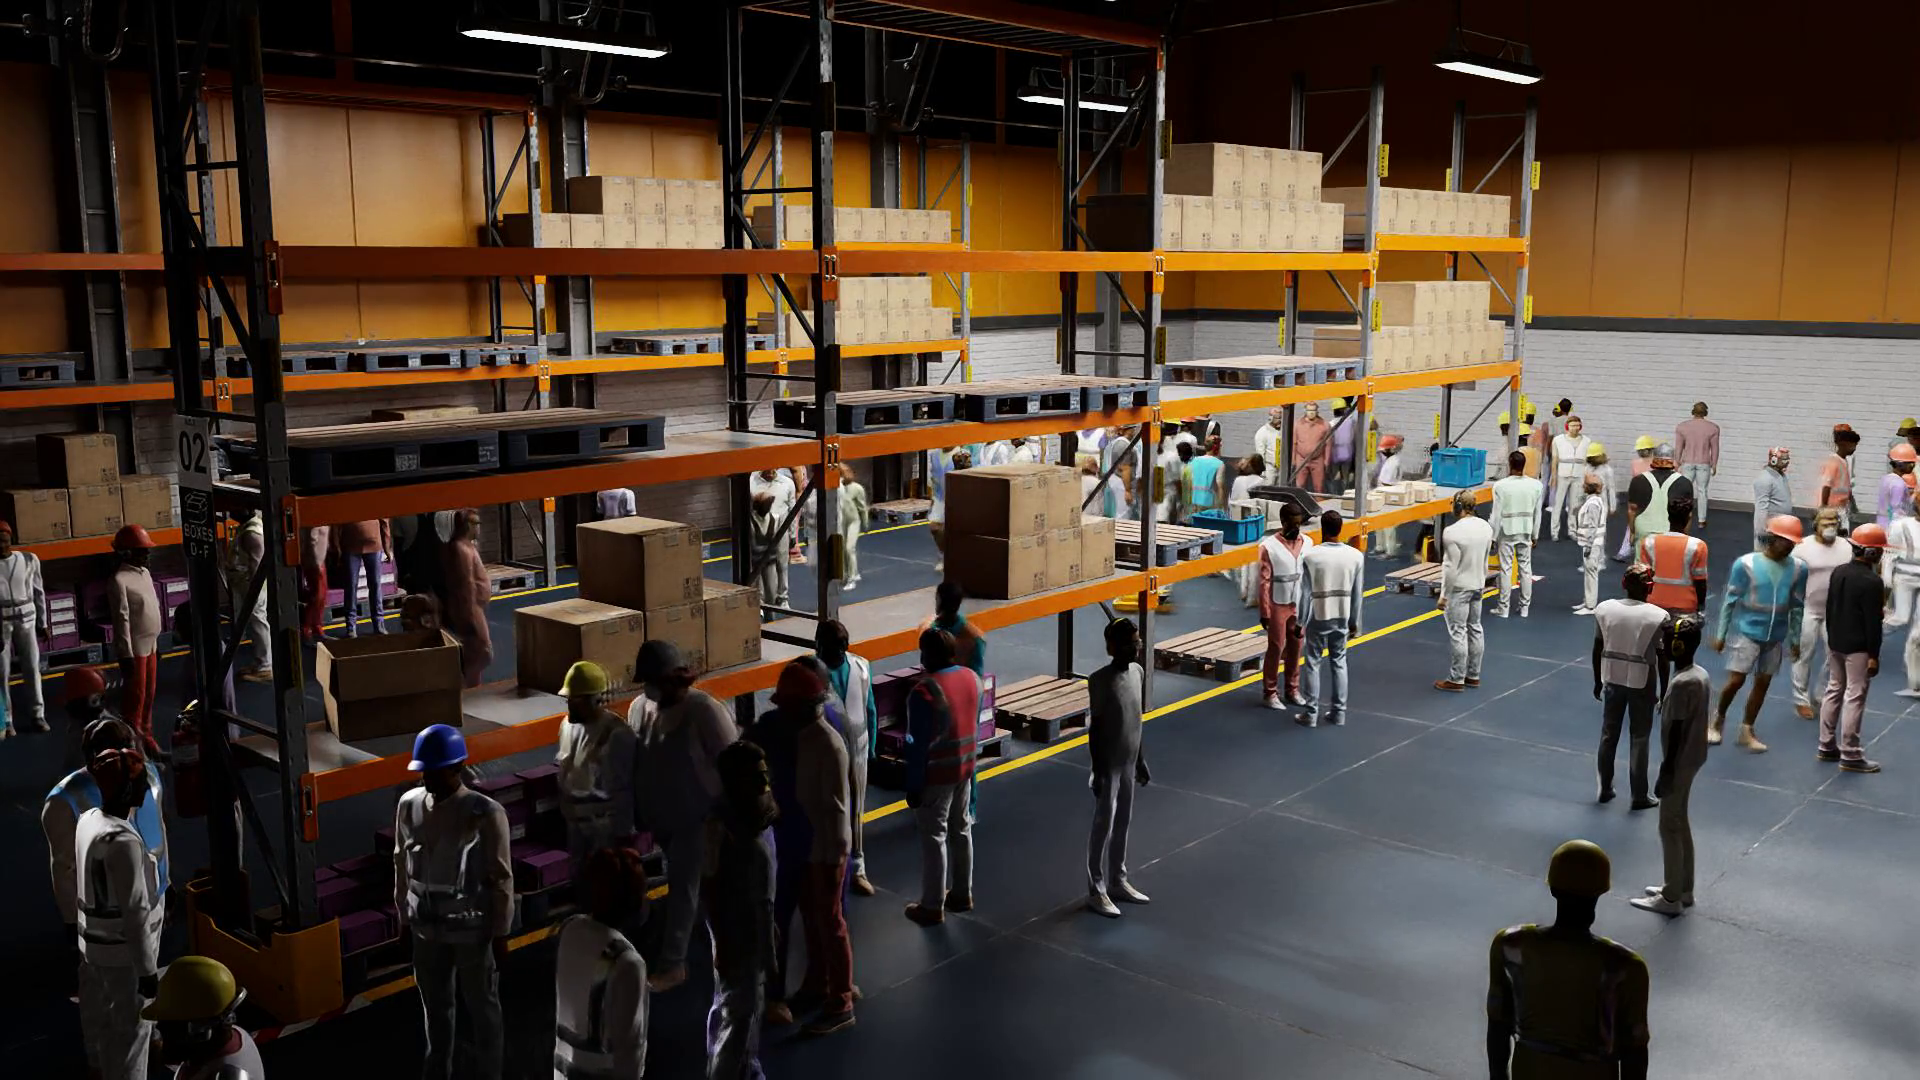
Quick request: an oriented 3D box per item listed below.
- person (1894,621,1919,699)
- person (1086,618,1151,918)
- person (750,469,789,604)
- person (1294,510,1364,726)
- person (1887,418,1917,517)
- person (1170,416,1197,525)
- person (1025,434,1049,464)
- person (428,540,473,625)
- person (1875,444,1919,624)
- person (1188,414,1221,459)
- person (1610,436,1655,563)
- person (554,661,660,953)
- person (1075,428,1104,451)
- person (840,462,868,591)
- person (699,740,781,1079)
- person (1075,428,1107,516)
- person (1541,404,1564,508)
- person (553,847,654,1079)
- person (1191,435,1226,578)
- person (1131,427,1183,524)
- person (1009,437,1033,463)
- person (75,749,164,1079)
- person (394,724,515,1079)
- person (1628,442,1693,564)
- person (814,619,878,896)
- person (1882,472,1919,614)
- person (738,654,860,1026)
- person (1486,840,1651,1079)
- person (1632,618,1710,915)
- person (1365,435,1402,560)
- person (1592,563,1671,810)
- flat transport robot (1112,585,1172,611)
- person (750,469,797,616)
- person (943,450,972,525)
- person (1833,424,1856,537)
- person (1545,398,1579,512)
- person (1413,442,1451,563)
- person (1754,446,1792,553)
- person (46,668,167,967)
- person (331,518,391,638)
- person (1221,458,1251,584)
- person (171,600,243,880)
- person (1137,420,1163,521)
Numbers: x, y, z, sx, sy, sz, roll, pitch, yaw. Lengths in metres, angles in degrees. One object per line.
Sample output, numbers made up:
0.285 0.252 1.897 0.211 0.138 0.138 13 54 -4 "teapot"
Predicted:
8.968 0.707 15.331 0.547 1.608 0.634 -7 12 -35 "person"
1.003 1.401 10.427 0.328 1.873 0.520 9 13 43 "person"
-2.272 -0.170 19.602 0.366 1.939 0.635 7 12 36 "person"
3.237 0.691 14.576 0.598 1.906 0.404 -2 10 -13 "person"
14.141 -0.962 24.914 0.295 1.744 0.484 -7 12 -36 "person"
3.266 -0.931 24.194 0.379 1.930 0.546 -7 12 -34 "person"
1.229 -1.362 27.035 0.398 1.836 0.561 -6 11 -31 "person"
-5.486 0.159 17.647 0.613 1.933 0.415 0 10 -3 "person"
10.494 -0.064 18.662 0.384 2.041 0.615 3 10 17 "person"
3.706 -1.195 25.465 0.613 2.031 0.402 5 11 29 "person"
9.099 -0.508 22.248 0.809 1.732 0.527 -7 12 -37 "person"
-2.062 1.574 9.535 0.605 1.823 0.503 8 12 38 "person"
2.086 -1.343 27.152 0.528 1.762 0.339 3 10 17 "person"
-1.382 -0.201 20.786 0.504 1.599 0.620 3 10 17 "person"
-1.019 1.843 7.861 0.343 1.847 0.506 4 10 21 "person"
1.939 -1.080 25.446 0.576 1.798 0.974 5 11 28 "person"
9.830 -1.385 27.420 0.532 1.754 0.340 8 12 39 "person"
-1.290 2.073 6.441 0.777 1.853 0.601 -9 13 -43 "person"
3.203 -0.434 21.466 0.373 1.840 0.570 -7 12 -35 "person"
2.586 -0.549 21.975 0.620 1.891 1.015 9 13 42 "person"
0.773 -0.555 21.732 0.386 1.993 0.622 -1 10 -8 "person"
-3.819 1.870 7.617 0.367 1.879 0.578 -9 13 -42 "person"
-2.380 1.802 7.802 0.604 1.949 0.398 3 10 18 "person"
7.983 -0.118 18.991 0.685 2.000 0.535 5 11 26 "person"
-0.809 1.397 10.594 0.634 1.831 0.430 -6 11 -31 "person"
10.540 0.080 18.713 0.350 1.739 0.574 5 11 28 "person"
-0.846 1.572 8.897 0.741 2.000 0.540 -6 11 -30 "person"
2.283 2.066 6.282 0.585 1.929 0.370 6 11 32 "person"
4.491 1.410 10.431 0.338 1.855 0.526 7 12 36 "person"
5.769 -0.573 22.636 0.451 1.726 0.574 0 10 3 "person"
4.984 1.085 12.382 0.377 1.844 0.570 -9 13 -44 "person"
2.195 0.612 19.904 0.652 0.197 1.431 1 10 9 "flat transport robot"
-2.188 -0.069 19.124 0.644 1.900 0.399 -3 10 -15 "person"
-0.016 -0.157 19.849 0.341 1.839 0.501 -3 10 -18 "person"
11.945 -0.638 22.568 0.358 1.881 0.574 4 10 24 "person"
9.792 -1.373 27.040 0.507 1.861 0.329 2 10 13 "person"
6.415 -0.492 22.358 0.623 1.661 0.554 1 10 5 "person"
9.622 -0.165 19.705 0.401 1.903 0.644 9 13 42 "person"
-5.082 1.596 9.725 0.569 1.709 0.851 8 12 38 "person"
-6.451 0.082 17.931 0.619 1.994 0.381 -6 11 -31 "person"
3.517 -0.225 20.856 0.401 1.627 0.584 3 10 19 "person"
-4.825 1.321 10.700 0.352 1.937 0.635 -3 10 -20 "person"
2.798 -0.925 24.187 0.390 1.914 0.587 -7 12 -36 "person"
